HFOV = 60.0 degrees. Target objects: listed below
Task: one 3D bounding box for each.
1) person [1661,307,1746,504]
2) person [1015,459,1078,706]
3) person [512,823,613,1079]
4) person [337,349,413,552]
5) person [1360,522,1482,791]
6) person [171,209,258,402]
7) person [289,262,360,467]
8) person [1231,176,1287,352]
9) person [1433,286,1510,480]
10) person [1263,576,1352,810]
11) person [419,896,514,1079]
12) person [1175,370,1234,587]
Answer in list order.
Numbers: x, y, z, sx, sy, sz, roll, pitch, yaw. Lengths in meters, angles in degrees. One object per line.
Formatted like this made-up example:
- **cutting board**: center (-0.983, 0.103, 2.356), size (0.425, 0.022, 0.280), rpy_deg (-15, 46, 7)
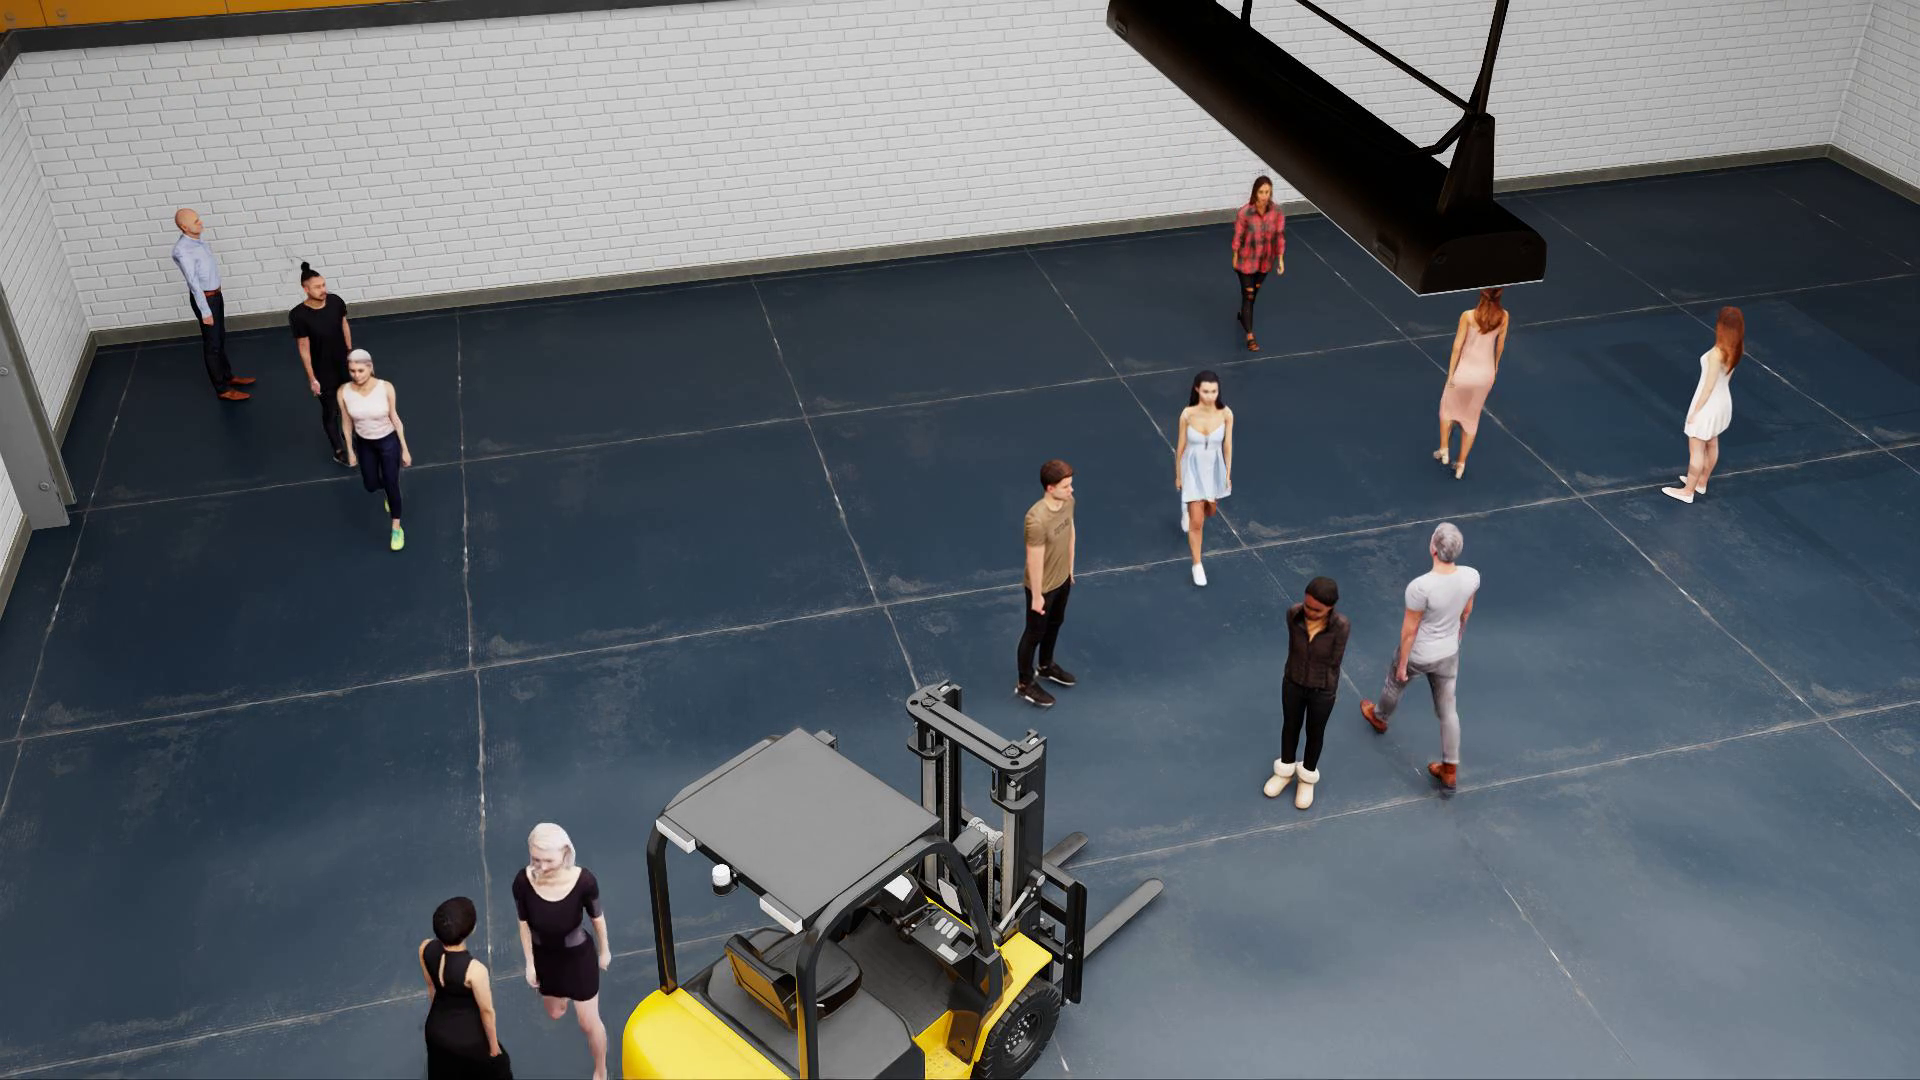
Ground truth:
- **person**: center (6.071, -1.092, 13.432), size (0.638, 1.705, 0.650), rpy_deg (-23, 40, -30)
- **person**: center (0.589, 0.260, 11.268), size (0.776, 1.849, 0.733), rpy_deg (21, 39, 28)
- **person**: center (-2.026, 2.090, 8.548), size (0.719, 1.813, 1.019), rpy_deg (-2, 34, -3)
- **person**: center (-4.513, -0.772, 12.969), size (0.695, 1.685, 0.890), rpy_deg (-4, 34, -6)
- **person**: center (3.038, 0.772, 10.559), size (0.759, 1.780, 1.218), rpy_deg (-10, 35, -15)
- **person**: center (-6.740, -2.125, 14.909), size (0.718, 1.791, 0.531), rpy_deg (-5, 34, -7)
- **person**: center (-5.326, -1.485, 13.887), size (0.840, 1.855, 0.812), rpy_deg (25, 41, 33)
- **person**: center (2.810, -2.698, 15.893), size (0.673, 1.656, 1.087), rpy_deg (-6, 34, -9)
- **person**: center (4.230, -1.306, 13.649), size (0.687, 1.820, 0.707), rpy_deg (1, 34, 2)
- **person**: center (2.205, 0.902, 10.473), size (0.703, 1.660, 0.763), rpy_deg (8, 34, 12)
- **person**: center (-2.502, 2.466, 8.197), size (0.793, 1.575, 0.874), rpy_deg (11, 35, 16)
- **person**: center (1.825, -0.542, 12.596), size (0.688, 1.715, 1.035), rpy_deg (-2, 34, -4)
